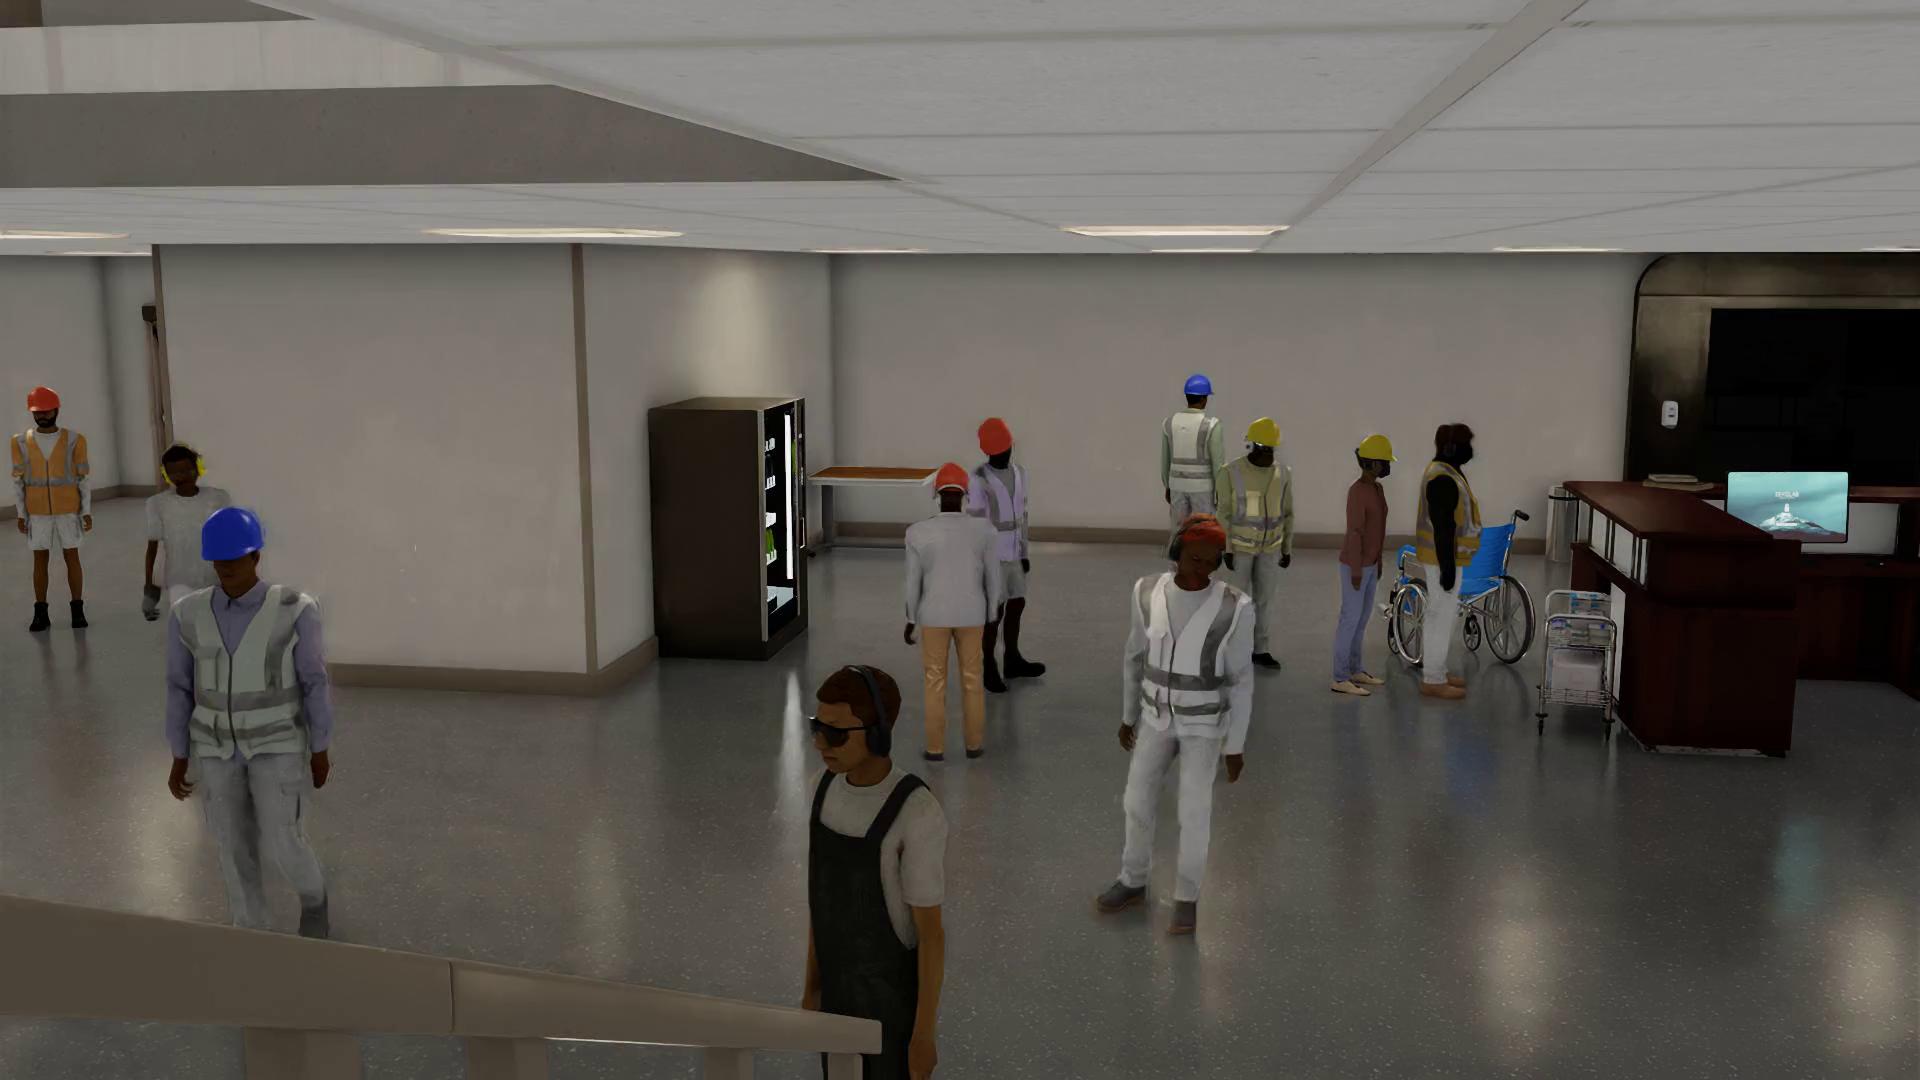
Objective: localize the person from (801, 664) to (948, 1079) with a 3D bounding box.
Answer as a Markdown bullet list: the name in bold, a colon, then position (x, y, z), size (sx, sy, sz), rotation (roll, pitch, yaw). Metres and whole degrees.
- **person**: position (-0.236, 1.222, 4.425), size (0.339, 1.839, 0.513), rotation (-8, 12, -41)

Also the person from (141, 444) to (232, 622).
- **person**: position (-4.763, 0.297, 10.290), size (0.542, 1.794, 0.860), rotation (-7, 11, -36)

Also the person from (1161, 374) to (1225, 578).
- **person**: position (2.042, -0.468, 14.514), size (0.614, 1.946, 0.389), rotation (7, 12, 39)

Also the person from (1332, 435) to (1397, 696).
- **person**: position (2.748, 0.164, 11.219), size (0.349, 1.758, 0.522), rotation (5, 11, 30)

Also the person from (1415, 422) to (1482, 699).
- **person**: position (3.272, 0.130, 11.165), size (0.429, 1.842, 0.628), rotation (3, 10, 16)

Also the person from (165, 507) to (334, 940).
- **person**: position (-2.827, 0.814, 6.646), size (0.617, 1.932, 0.469), rotation (0, 9, 0)

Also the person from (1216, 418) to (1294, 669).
- **person**: position (2.107, 0.034, 11.830), size (0.607, 1.816, 0.403), rotation (-3, 10, -15)

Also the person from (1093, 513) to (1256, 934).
- **person**: position (0.949, 0.784, 7.100), size (0.665, 1.847, 0.391), rotation (7, 11, 36)

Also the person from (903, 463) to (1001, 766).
- **person**: position (-0.047, 0.436, 9.609), size (0.575, 1.757, 0.411), rotation (-1, 9, -7)

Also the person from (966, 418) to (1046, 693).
- **person**: position (0.321, 0.093, 11.268), size (0.412, 1.884, 0.749), rotation (8, 12, 40)

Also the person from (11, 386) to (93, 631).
- **person**: position (-7.191, -0.249, 13.192), size (0.545, 1.939, 0.374), rotation (-4, 10, -21)
